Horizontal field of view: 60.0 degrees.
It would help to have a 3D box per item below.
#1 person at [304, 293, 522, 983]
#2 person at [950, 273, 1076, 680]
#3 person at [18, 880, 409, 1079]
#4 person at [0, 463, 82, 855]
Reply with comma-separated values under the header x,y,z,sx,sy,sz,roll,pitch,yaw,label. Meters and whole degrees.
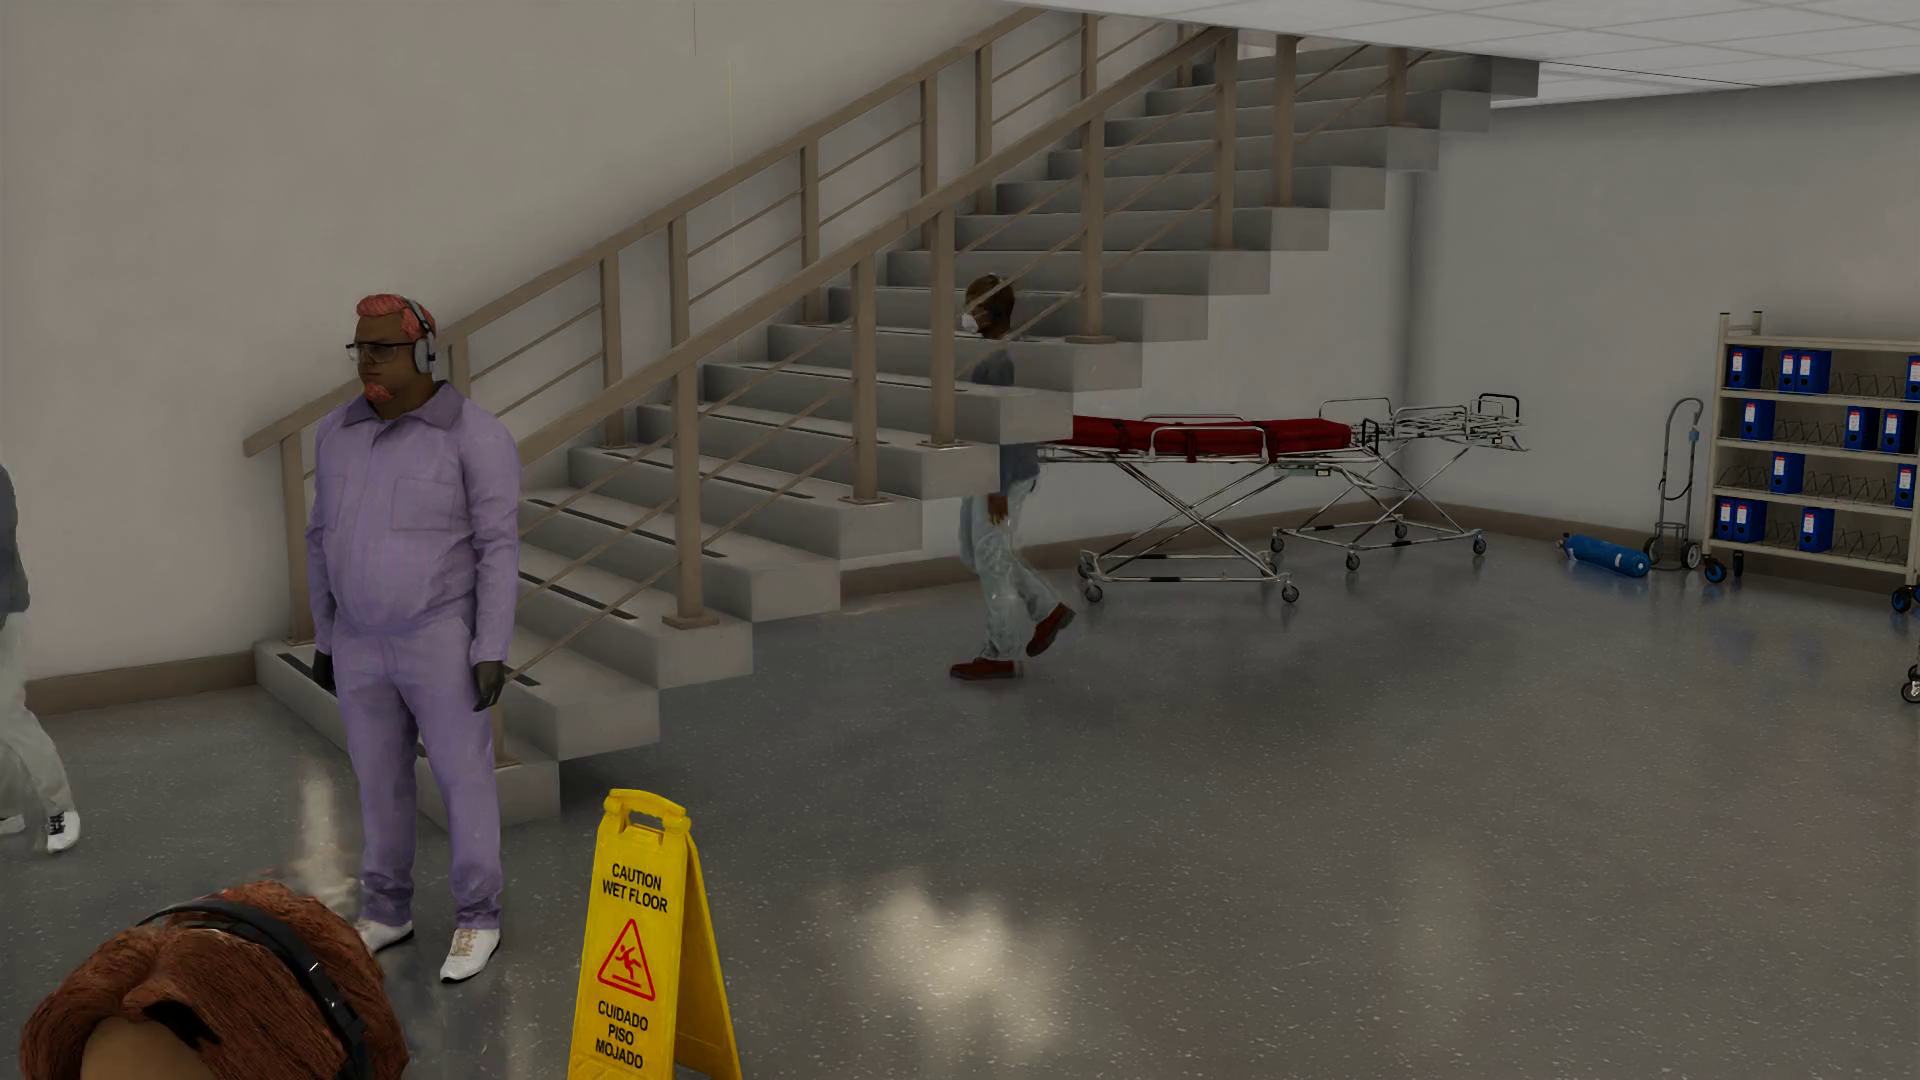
x,y,z,sx,sy,sz,roll,pitch,yaw,label
-1.540,0.276,4.638,0.643,1.909,0.410,3,10,15,person
0.240,-0.288,7.860,0.524,1.926,0.634,-1,10,-7,person
-0.448,1.008,1.303,0.510,1.603,0.838,2,10,11,person
-3.247,0.264,5.569,0.594,1.614,0.365,9,13,42,person
